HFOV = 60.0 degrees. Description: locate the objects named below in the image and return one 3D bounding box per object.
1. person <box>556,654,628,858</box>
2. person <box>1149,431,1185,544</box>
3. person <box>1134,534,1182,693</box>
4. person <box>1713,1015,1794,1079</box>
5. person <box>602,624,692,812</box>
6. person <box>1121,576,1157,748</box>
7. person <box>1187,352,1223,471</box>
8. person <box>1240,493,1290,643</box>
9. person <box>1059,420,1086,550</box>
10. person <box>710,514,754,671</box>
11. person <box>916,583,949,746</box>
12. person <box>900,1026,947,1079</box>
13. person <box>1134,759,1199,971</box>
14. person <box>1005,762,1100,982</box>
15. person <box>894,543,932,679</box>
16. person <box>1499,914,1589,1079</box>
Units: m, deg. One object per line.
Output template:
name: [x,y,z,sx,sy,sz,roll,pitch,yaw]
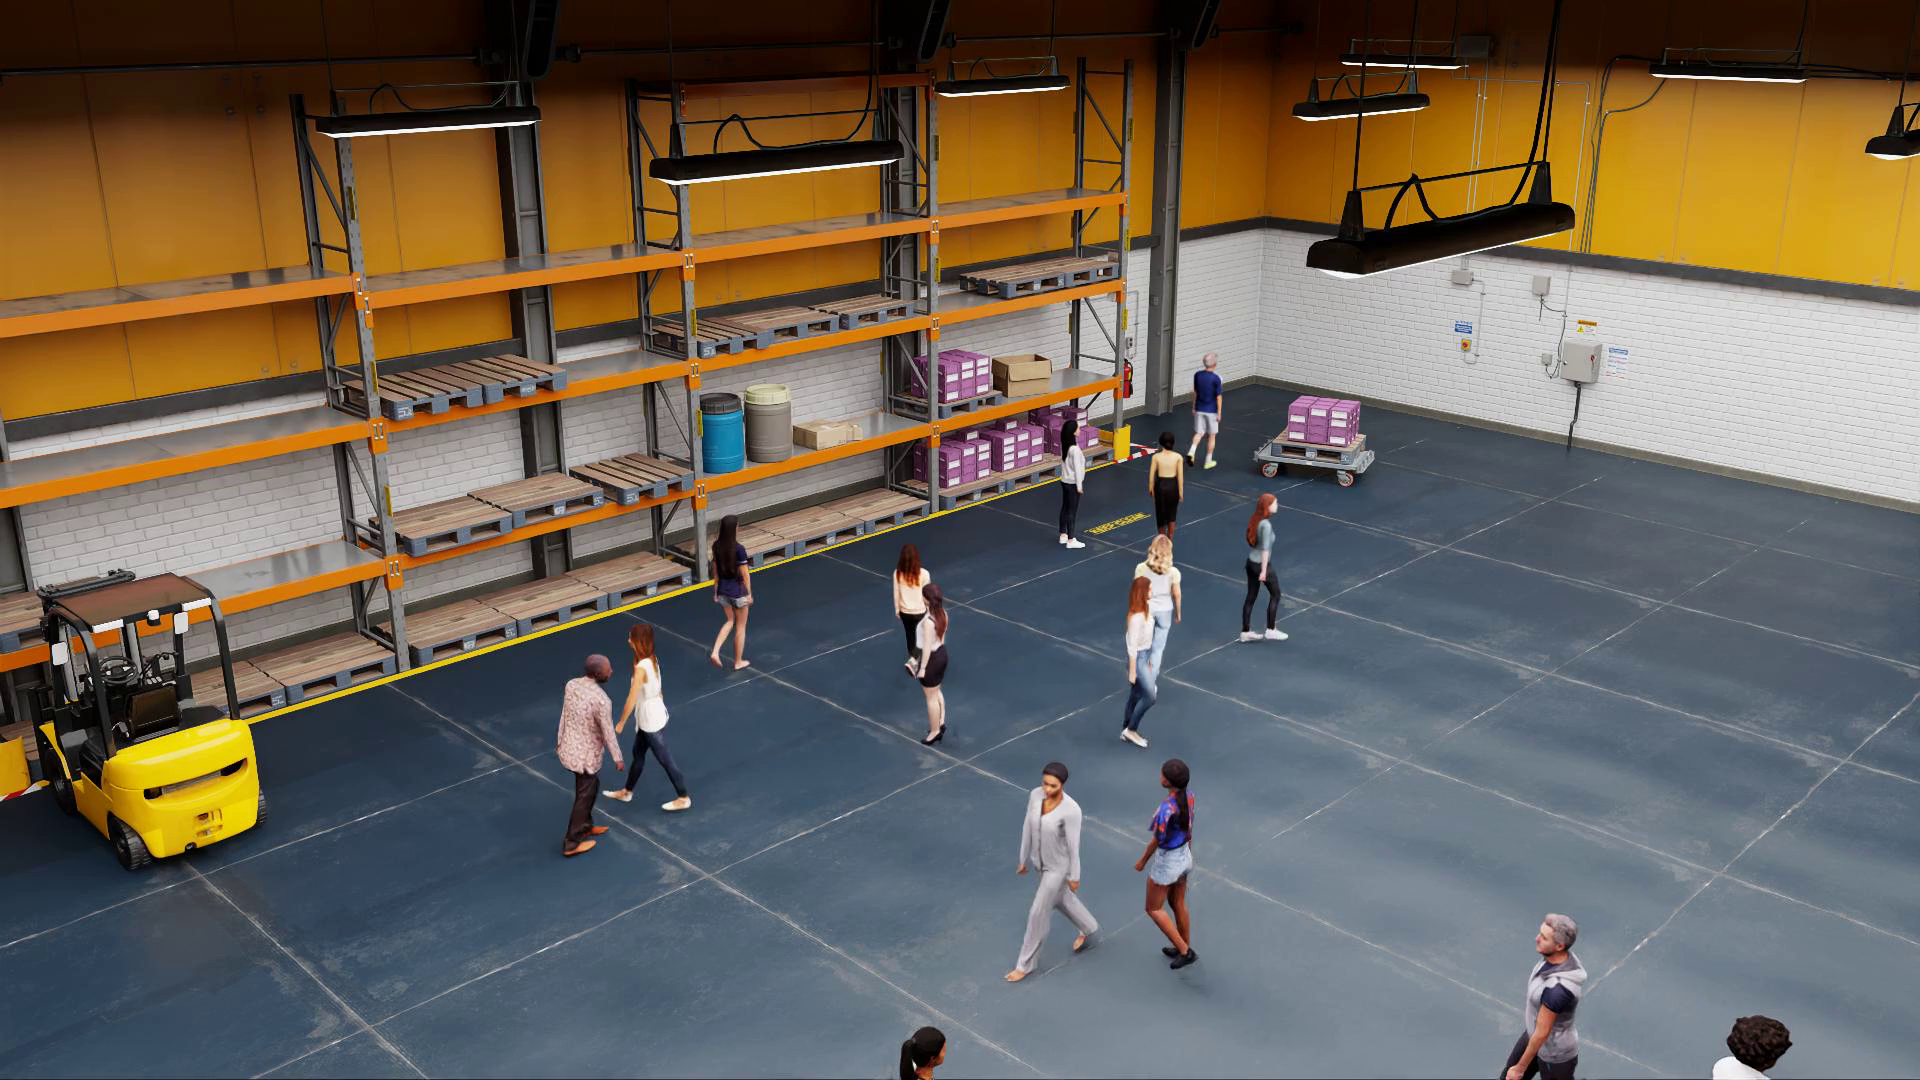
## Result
person: [-3.231,1.829,13.996,0.702,1.764,0.736,13,22,33]
person: [2.635,-0.557,21.282,0.867,1.636,0.952,2,19,6]
person: [2.002,0.817,17.122,0.944,1.687,1.159,6,20,17]
person: [4.278,3.430,9.177,0.750,1.806,0.707,-2,19,-5]
person: [-2.618,1.601,14.693,1.104,1.751,1.006,-2,19,-6]
person: [1.633,1.172,16.022,0.770,1.717,0.673,5,19,15]
person: [3.674,-1.923,25.049,0.725,1.821,0.938,13,23,34]
person: [3.261,0.323,18.526,0.872,1.728,0.780,-4,19,-12]
person: [1.442,-0.748,21.751,0.698,1.700,0.698,-6,20,-17]
person: [-2.457,0.601,17.660,0.678,1.754,0.822,11,21,29]
person: [-0.247,1.206,16.027,0.681,1.650,0.560,7,20,20]
person: [-0.301,3.484,9.328,1.189,1.608,0.792,-10,21,-28]
person: [1.606,2.439,12.249,0.696,1.725,0.689,-17,25,-42]
person: [0.751,2.398,12.415,1.163,1.696,0.723,-14,23,-36]
person: [-0.502,0.762,17.627,0.787,1.469,0.932,6,19,16]
person: [3.688,3.128,10.105,1.130,1.787,1.151,3,19,9]
